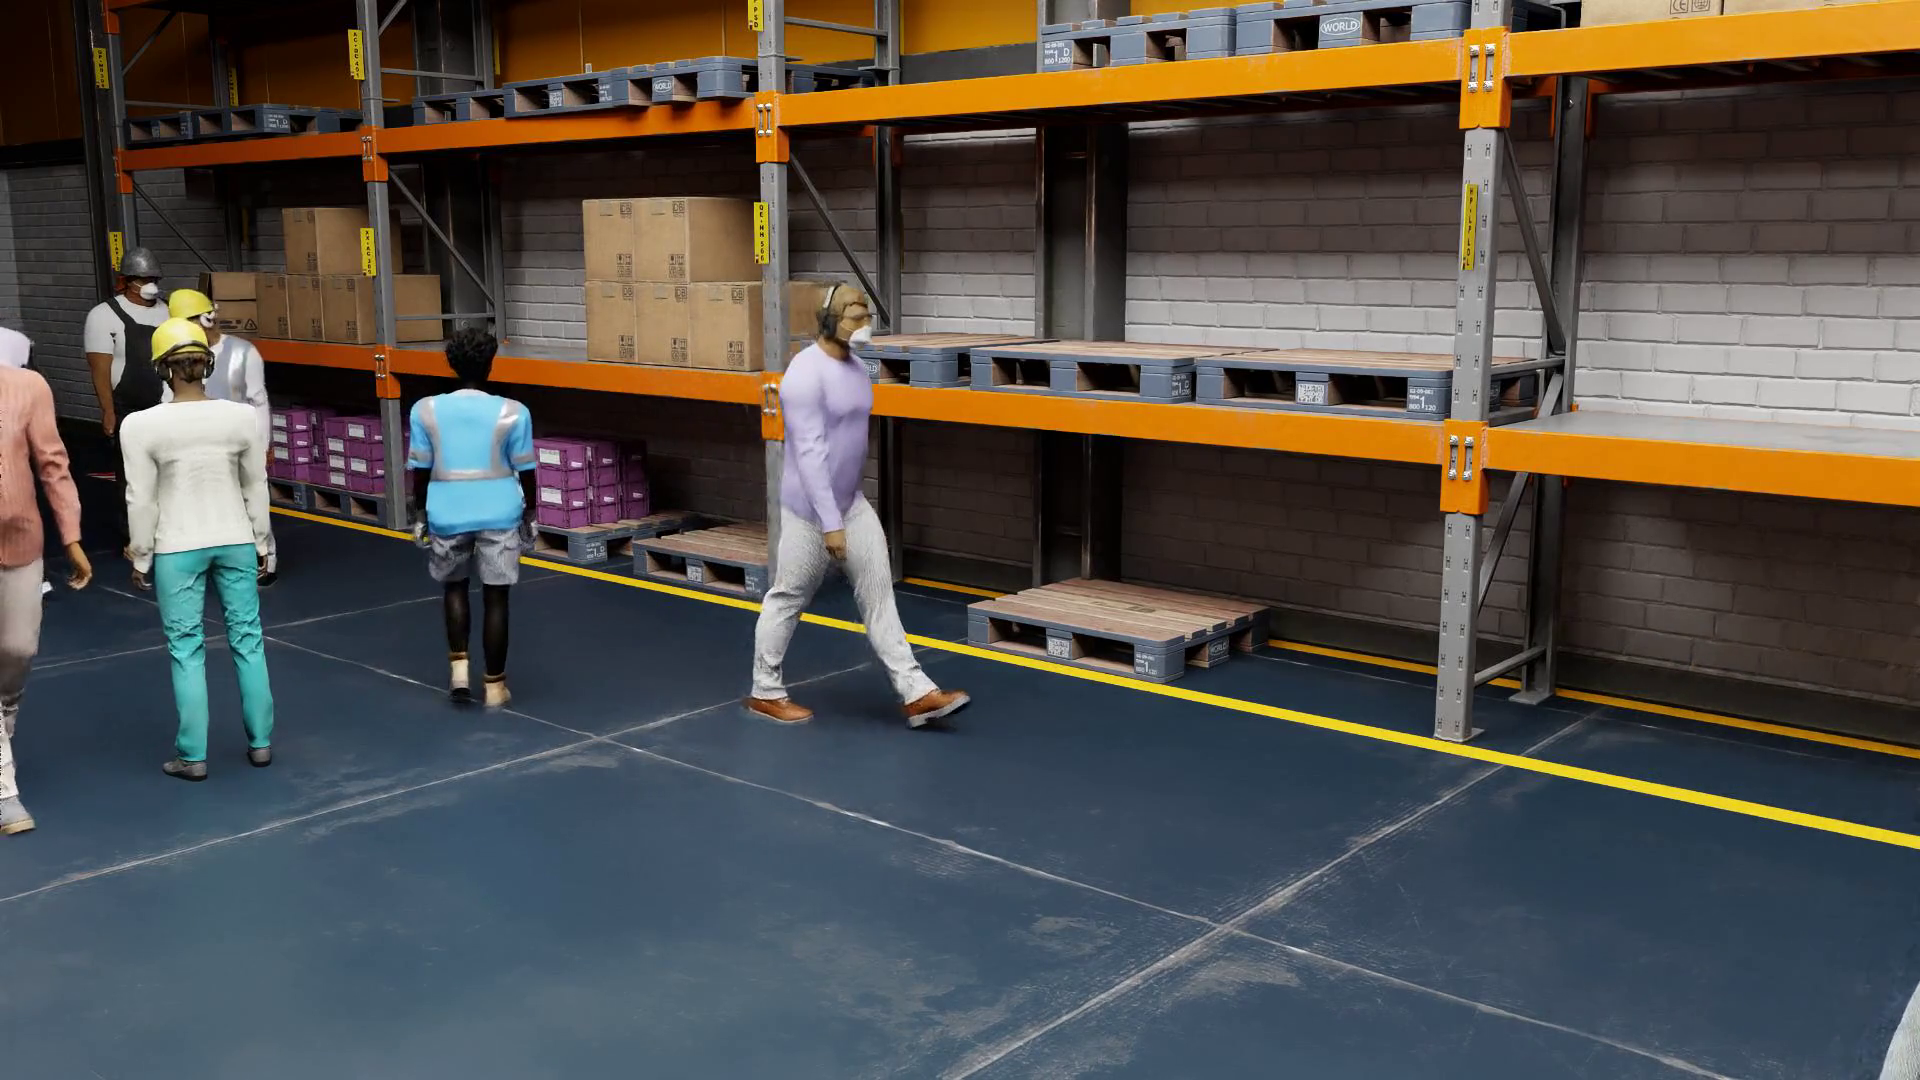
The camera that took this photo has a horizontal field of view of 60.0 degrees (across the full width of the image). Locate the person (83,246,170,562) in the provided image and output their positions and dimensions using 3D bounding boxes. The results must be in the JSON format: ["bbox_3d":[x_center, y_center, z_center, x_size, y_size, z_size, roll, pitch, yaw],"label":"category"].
[{"bbox_3d":[-5.253,-0.888,10.837,0.539,2.000,0.688,6,12,32],"label":"person"}]

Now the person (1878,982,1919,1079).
[{"bbox_3d":[1.383,0.826,2.009,0.782,1.699,0.495,2,10,9],"label":"person"}]

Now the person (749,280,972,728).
[{"bbox_3d":[-0.477,-0.115,6.883,1.023,1.882,0.649,5,11,26],"label":"person"}]

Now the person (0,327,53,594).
[{"bbox_3d":[-5.638,-0.587,9.658,1.020,1.864,0.603,6,12,30],"label":"person"}]

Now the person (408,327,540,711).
[{"bbox_3d":[-2.111,-0.087,7.294,0.548,1.679,0.383,-1,10,-6],"label":"person"}]

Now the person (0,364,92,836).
[{"bbox_3d":[-3.544,0.007,6.001,0.620,1.959,0.974,-10,14,-44],"label":"person"}]

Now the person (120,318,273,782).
[{"bbox_3d":[-2.902,0.039,6.360,0.522,1.763,0.319,-9,13,-42],"label":"person"}]

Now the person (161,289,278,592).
[{"bbox_3d":[-4.354,-0.568,9.752,0.600,1.795,0.465,-1,10,-7],"label":"person"}]
